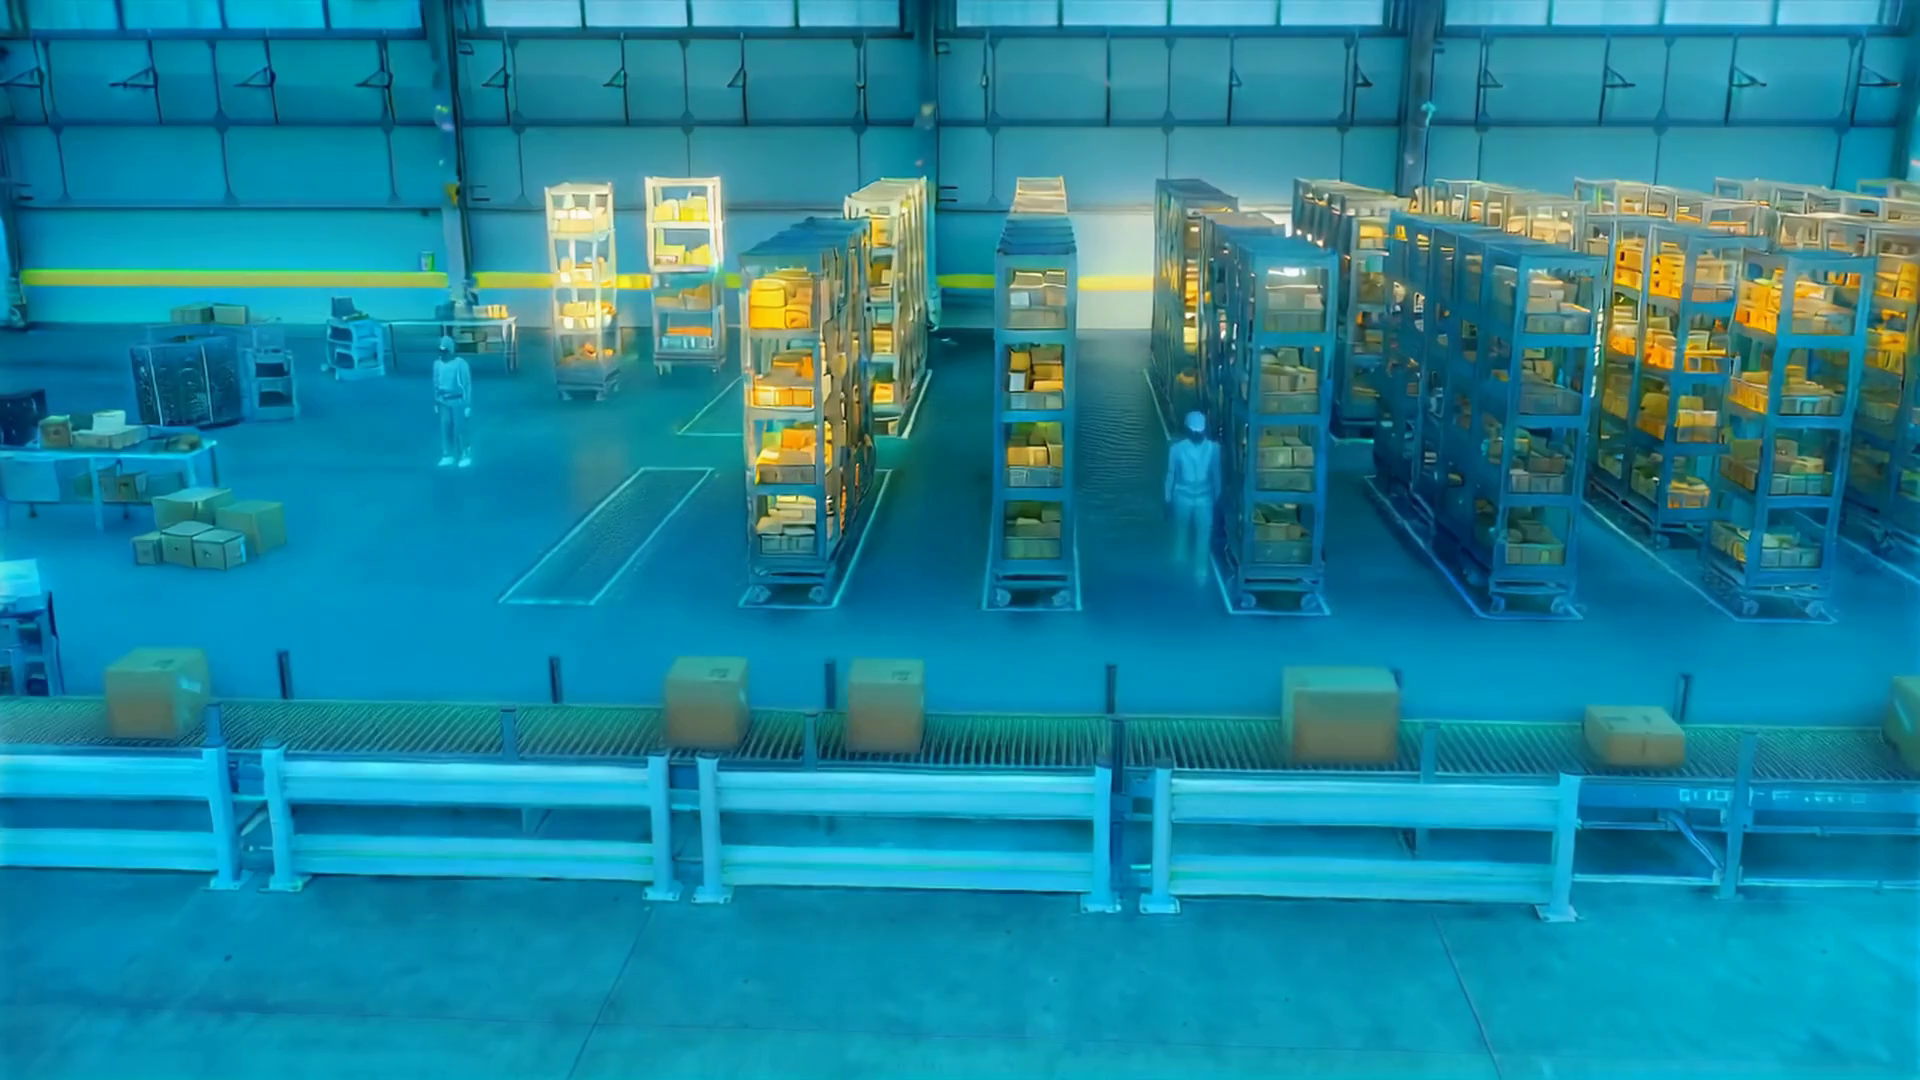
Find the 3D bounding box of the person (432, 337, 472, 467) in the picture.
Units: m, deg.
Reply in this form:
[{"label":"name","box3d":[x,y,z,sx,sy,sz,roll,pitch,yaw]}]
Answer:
[{"label":"person","box3d":[-7.104,-1.929,23.228,0.590,1.833,0.404,4,16,16]}]

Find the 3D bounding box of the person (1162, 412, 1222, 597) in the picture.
[{"label":"person","box3d":[2.438,-0.432,17.557,0.635,1.902,1.005,0,15,0]}]
